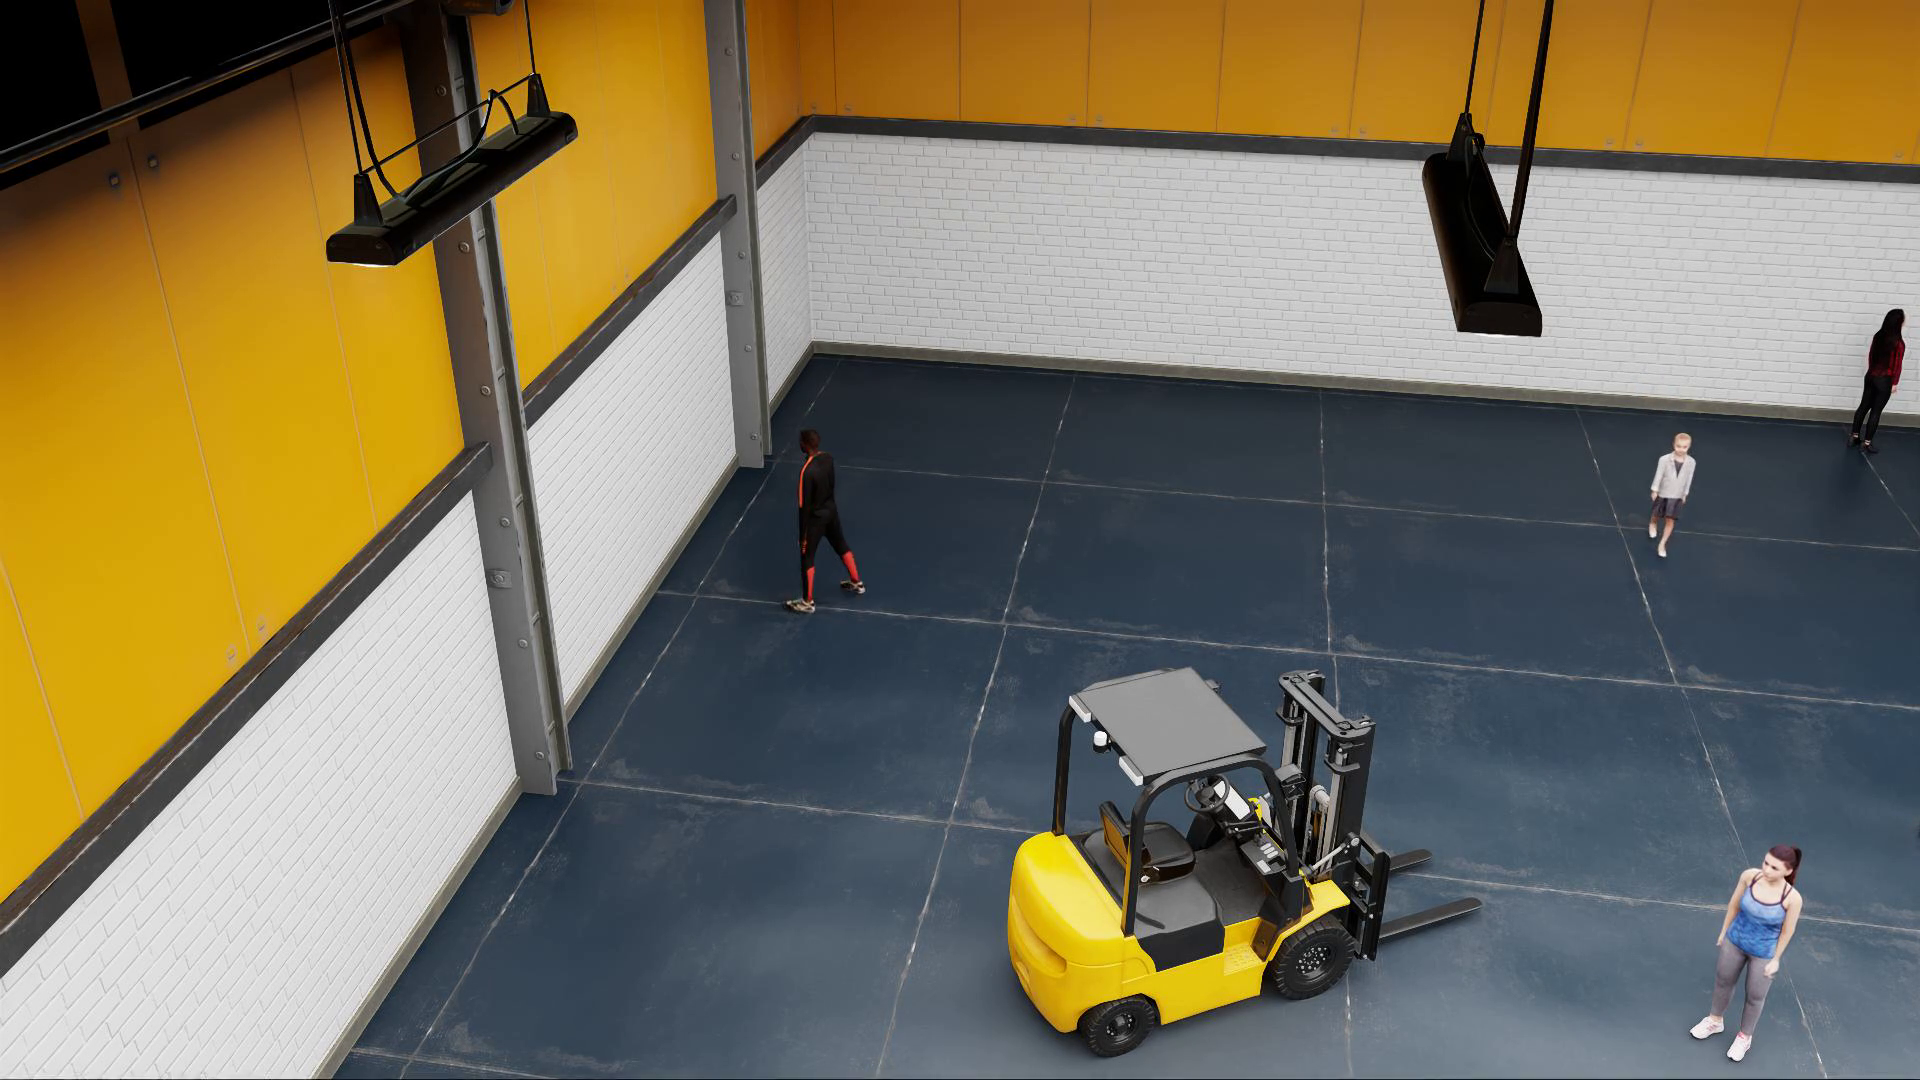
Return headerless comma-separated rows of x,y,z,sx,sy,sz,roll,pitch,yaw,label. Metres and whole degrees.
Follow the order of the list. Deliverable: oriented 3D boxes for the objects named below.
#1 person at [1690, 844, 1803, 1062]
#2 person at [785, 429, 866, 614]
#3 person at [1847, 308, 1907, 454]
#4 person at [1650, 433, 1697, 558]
5.024,2.580,10.544,0.714,1.610,0.661,-21,35,-33,person
-1.320,-0.186,15.430,1.027,1.789,0.873,19,34,31,person
10.218,-1.779,18.486,0.719,1.659,0.591,-8,30,-14,person
7.068,-0.492,16.540,0.562,1.263,0.769,8,30,15,person
